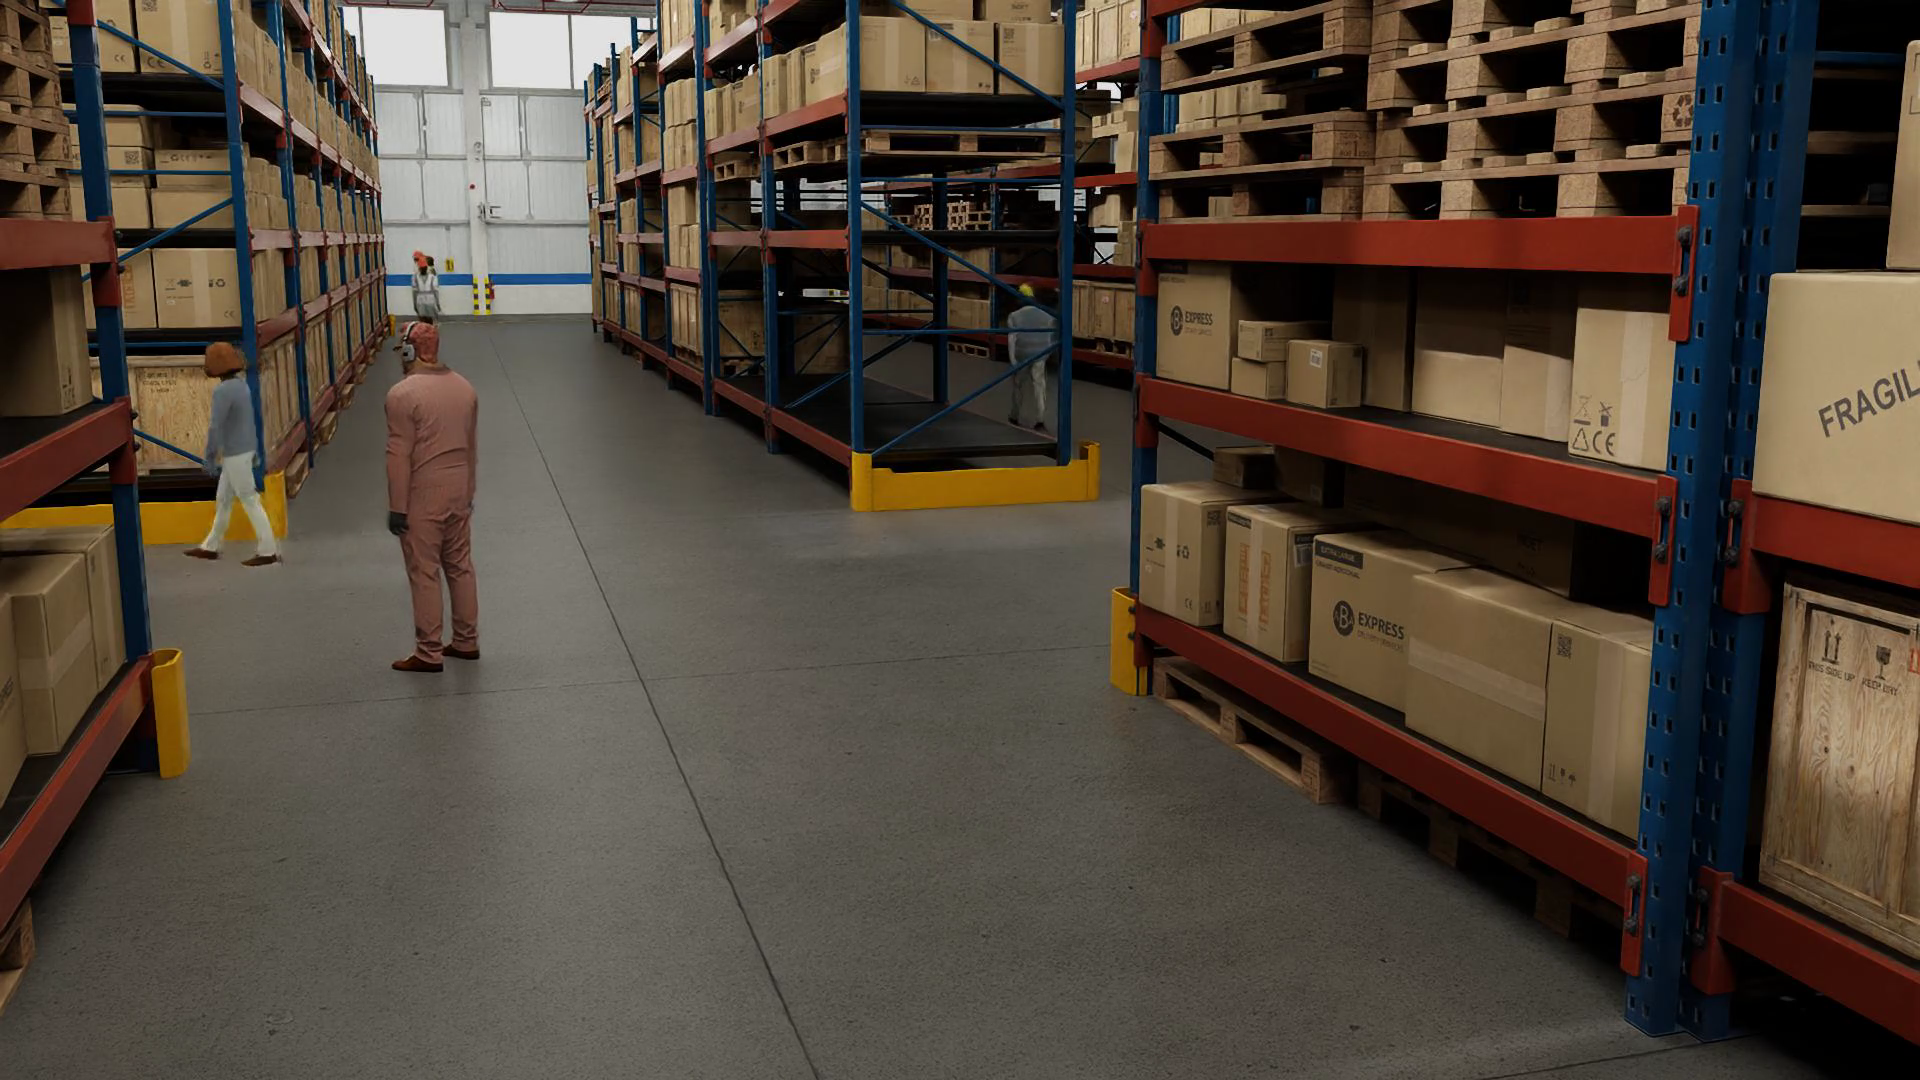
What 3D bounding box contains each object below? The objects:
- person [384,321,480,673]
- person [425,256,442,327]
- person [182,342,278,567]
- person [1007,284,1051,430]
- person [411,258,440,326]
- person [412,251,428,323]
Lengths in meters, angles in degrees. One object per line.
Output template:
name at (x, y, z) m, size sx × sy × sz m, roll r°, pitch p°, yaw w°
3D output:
person at (-2.897, -0.234, 9.060) m, size 0.399 × 1.899 × 0.651 m, roll 4°, pitch 11°, yaw 21°
person at (-13.843, -6.482, 43.460) m, size 0.634 × 1.839 × 0.429 m, roll 8°, pitch 13°, yaw 38°
person at (-5.261, -0.593, 11.799) m, size 0.777 × 1.597 × 0.527 m, roll -1°, pitch 10°, yaw -6°
person at (0.846, -2.240, 20.414) m, size 0.584 × 1.779 × 0.974 m, roll -2°, pitch 11°, yaw -12°
person at (-11.485, -5.102, 35.773) m, size 0.561 × 1.889 × 0.986 m, roll -3°, pitch 11°, yaw -17°
person at (-13.763, -6.365, 42.430) m, size 0.461 × 1.976 × 0.629 m, roll -7°, pitch 12°, yaw -32°
